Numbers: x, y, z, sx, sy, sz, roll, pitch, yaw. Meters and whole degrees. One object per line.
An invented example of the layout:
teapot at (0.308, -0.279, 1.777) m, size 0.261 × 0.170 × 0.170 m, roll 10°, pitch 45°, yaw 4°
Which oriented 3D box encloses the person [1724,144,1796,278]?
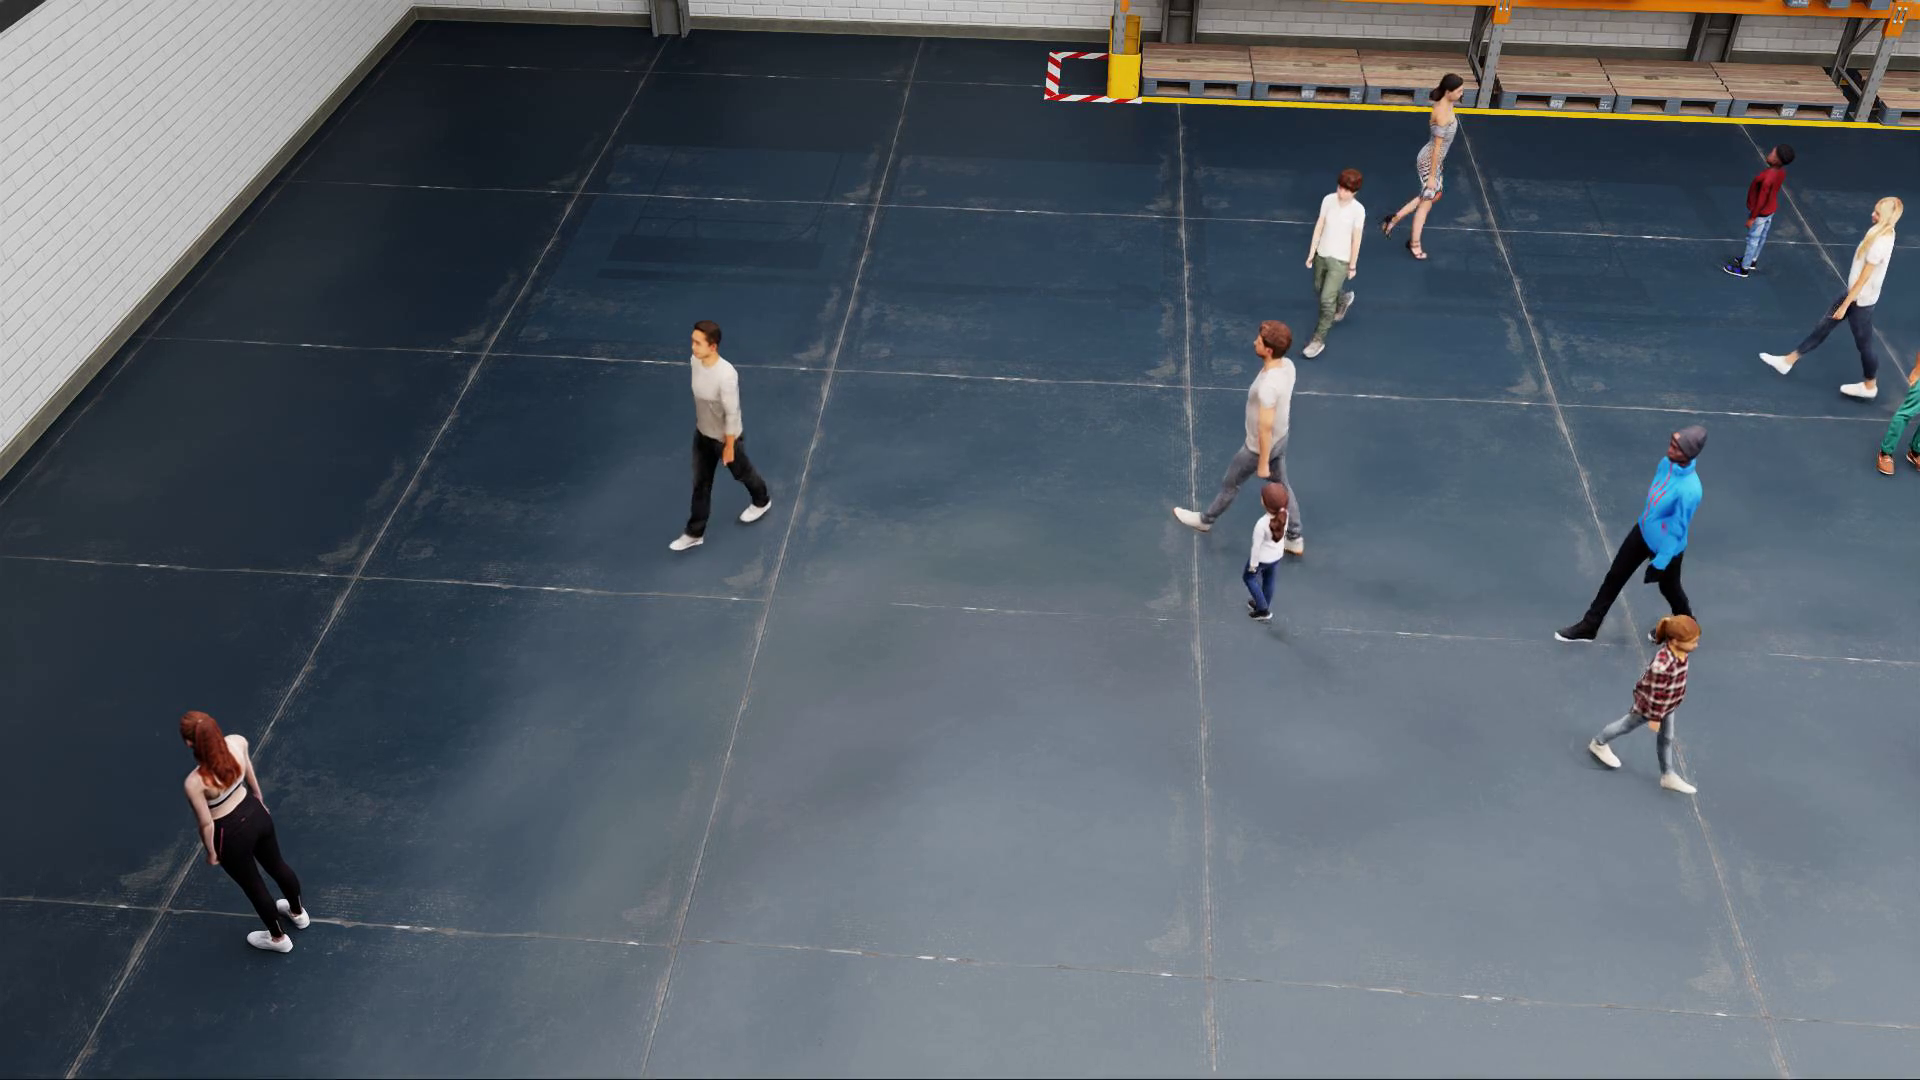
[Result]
person at (7.235, -2.981, 14.976) m, size 0.590 × 1.256 × 0.642 m, roll -31°, pitch 48°, yaw -33°

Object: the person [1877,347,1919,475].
person at (7.360, -1.290, 12.448) m, size 0.523 × 1.768 × 0.690 m, roll 1°, pitch 39°, yaw 1°

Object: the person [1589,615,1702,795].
person at (4.139, 0.937, 10.061) m, size 0.894 × 1.268 × 0.956 m, roll -28°, pitch 46°, yaw -30°

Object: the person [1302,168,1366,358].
person at (3.161, -2.373, 13.912) m, size 1.027 × 1.633 × 1.030 m, roll 30°, pitch 48°, yaw 32°

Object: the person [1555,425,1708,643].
person at (4.637, 0.026, 10.813) m, size 1.215 × 1.752 × 0.828 m, roll -5°, pitch 39°, yaw -7°

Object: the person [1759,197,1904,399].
person at (7.238, -1.865, 13.176) m, size 1.236 × 1.759 × 0.895 m, roll 18°, pitch 42°, yaw 21°

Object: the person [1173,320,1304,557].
person at (2.203, -0.645, 11.583) m, size 1.307 × 1.840 × 0.999 m, roll 17°, pitch 42°, yaw 21°

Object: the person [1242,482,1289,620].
person at (2.108, 0.107, 11.228) m, size 0.548 × 1.108 × 0.611 m, roll -23°, pitch 44°, yaw -26°

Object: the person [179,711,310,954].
person at (-3.844, 1.556, 8.907) m, size 0.622 × 1.740 × 0.649 m, roll 15°, pitch 41°, yaw 18°

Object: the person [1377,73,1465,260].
person at (4.150, -3.372, 15.025) m, size 0.825 × 1.807 × 0.705 m, roll 11°, pitch 40°, yaw 14°

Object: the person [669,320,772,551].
person at (-1.627, -0.784, 11.815) m, size 1.174 × 1.767 × 1.180 m, roll 31°, pitch 48°, yaw 33°
